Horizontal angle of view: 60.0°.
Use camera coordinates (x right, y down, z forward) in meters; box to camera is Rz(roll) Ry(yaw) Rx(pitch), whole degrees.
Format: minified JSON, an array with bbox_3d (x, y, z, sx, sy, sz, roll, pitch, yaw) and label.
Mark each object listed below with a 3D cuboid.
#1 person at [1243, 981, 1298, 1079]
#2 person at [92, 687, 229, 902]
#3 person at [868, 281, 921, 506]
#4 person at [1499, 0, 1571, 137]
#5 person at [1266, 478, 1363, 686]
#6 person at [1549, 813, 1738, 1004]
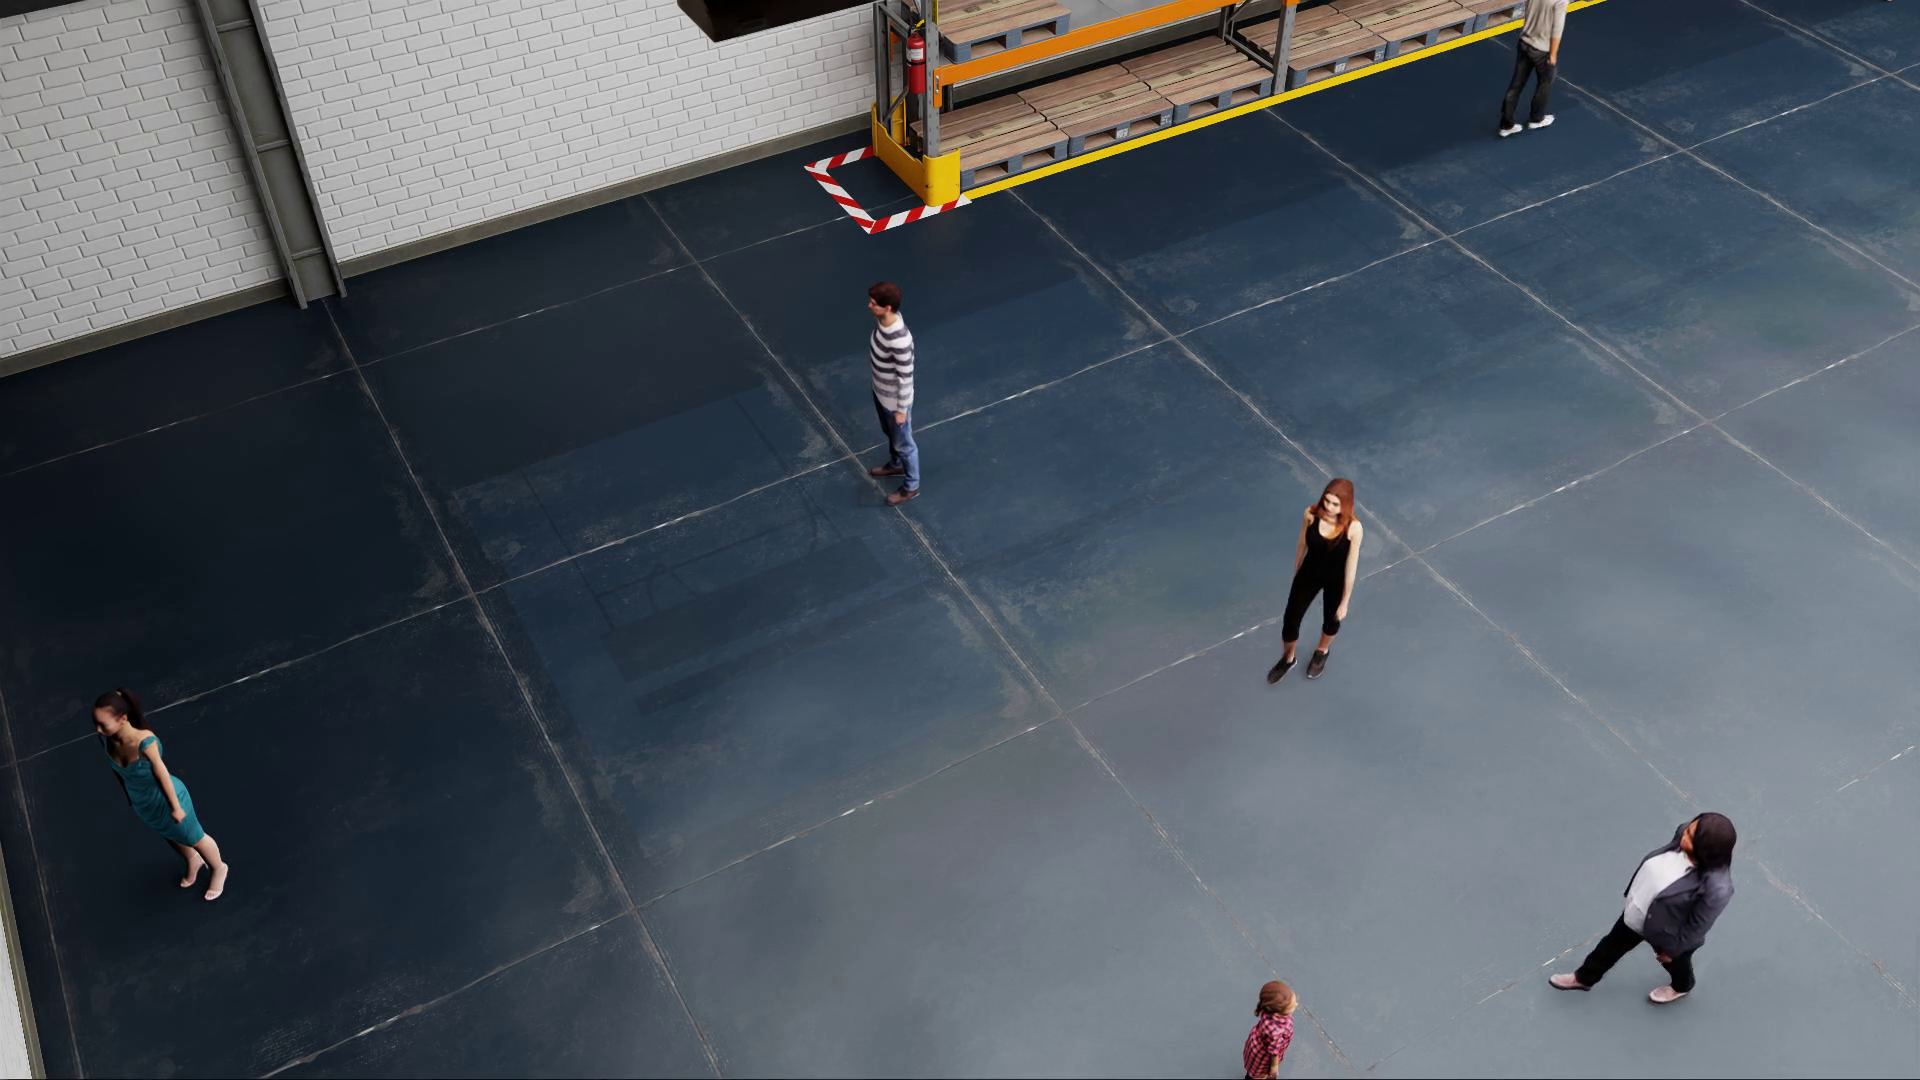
[{"bbox_3d":[1.595,2.592,8.606,0.541,1.022,0.498,0,44,0],"label":"person"},{"bbox_3d":[-4.487,1.441,9.334,0.599,1.686,0.647,13,45,13],"label":"person"},{"bbox_3d":[-0.465,-1.062,11.840,0.581,1.852,0.687,-14,45,-14],"label":"person"},{"bbox_3d":[5.351,-4.616,15.609,0.837,1.799,0.690,-24,48,-23],"label":"person"},{"bbox_3d":[2.373,0.210,10.608,0.762,1.710,0.846,22,48,21],"label":"person"},{"bbox_3d":[3.834,2.003,8.834,1.139,1.561,0.905,-6,44,-6],"label":"person"}]
